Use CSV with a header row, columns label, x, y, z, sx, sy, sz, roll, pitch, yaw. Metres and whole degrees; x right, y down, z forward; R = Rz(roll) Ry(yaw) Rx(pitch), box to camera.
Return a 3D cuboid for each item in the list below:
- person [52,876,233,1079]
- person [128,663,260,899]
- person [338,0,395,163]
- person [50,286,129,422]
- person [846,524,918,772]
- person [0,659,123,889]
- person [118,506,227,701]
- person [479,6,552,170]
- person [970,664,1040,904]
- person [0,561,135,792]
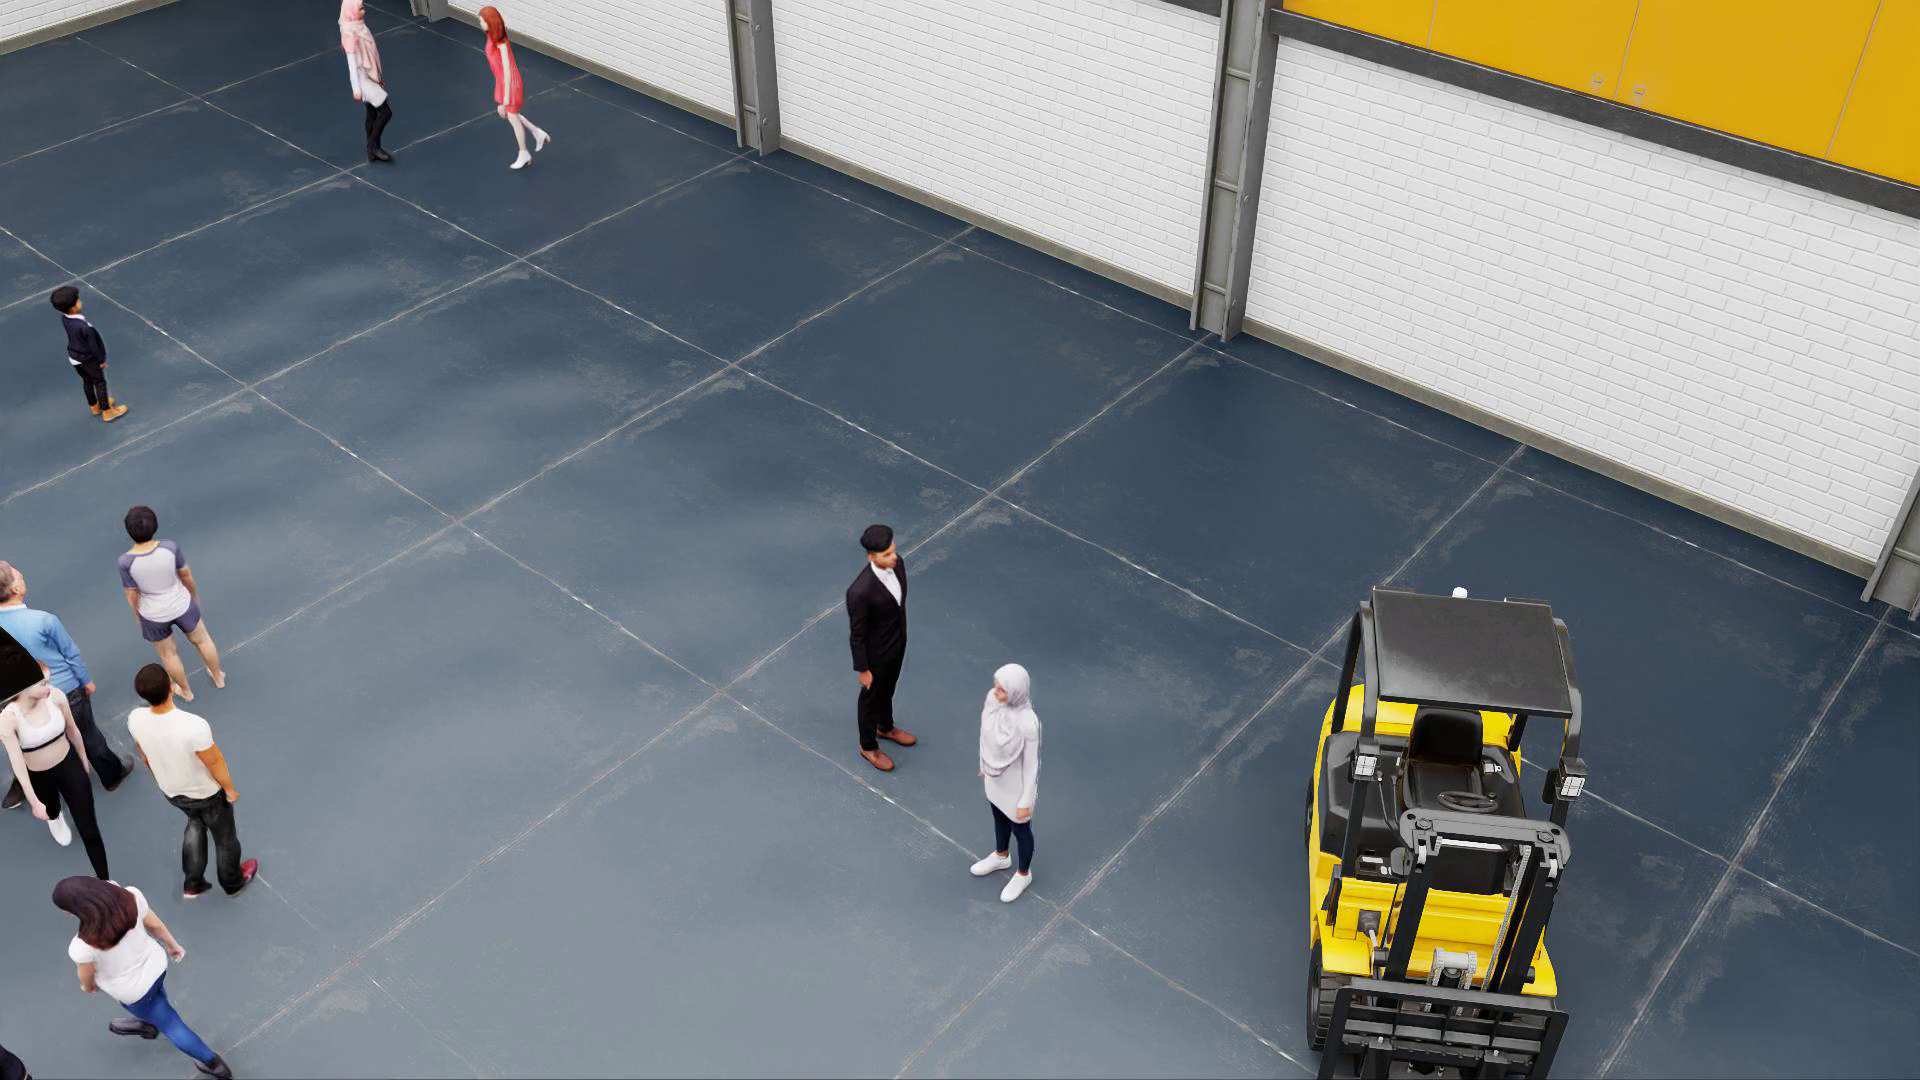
label,x,y,z,sx,sy,sz,roll,pitch,yaw
person,-4.223,2.348,8.721,1.101,1.634,0.895,13,41,16
person,-4.515,1.491,9.668,0.808,1.792,0.876,6,39,8
person,-6.381,-4.845,17.604,0.835,1.789,0.785,0,39,0
person,-7.352,-1.569,13.955,0.409,1.223,0.562,26,45,28
person,-0.518,0.652,10.646,0.603,1.883,0.727,21,43,24
person,-5.437,1.379,9.887,1.192,1.694,0.618,32,48,33
person,-5.346,0.429,11.181,0.581,1.564,0.615,31,48,33
person,-4.645,-4.763,17.489,0.815,1.805,0.815,-16,41,-19
person,0.311,1.408,9.784,0.727,1.777,0.558,-25,45,-28
person,-5.709,0.894,10.402,0.734,1.809,0.793,-3,39,-4
